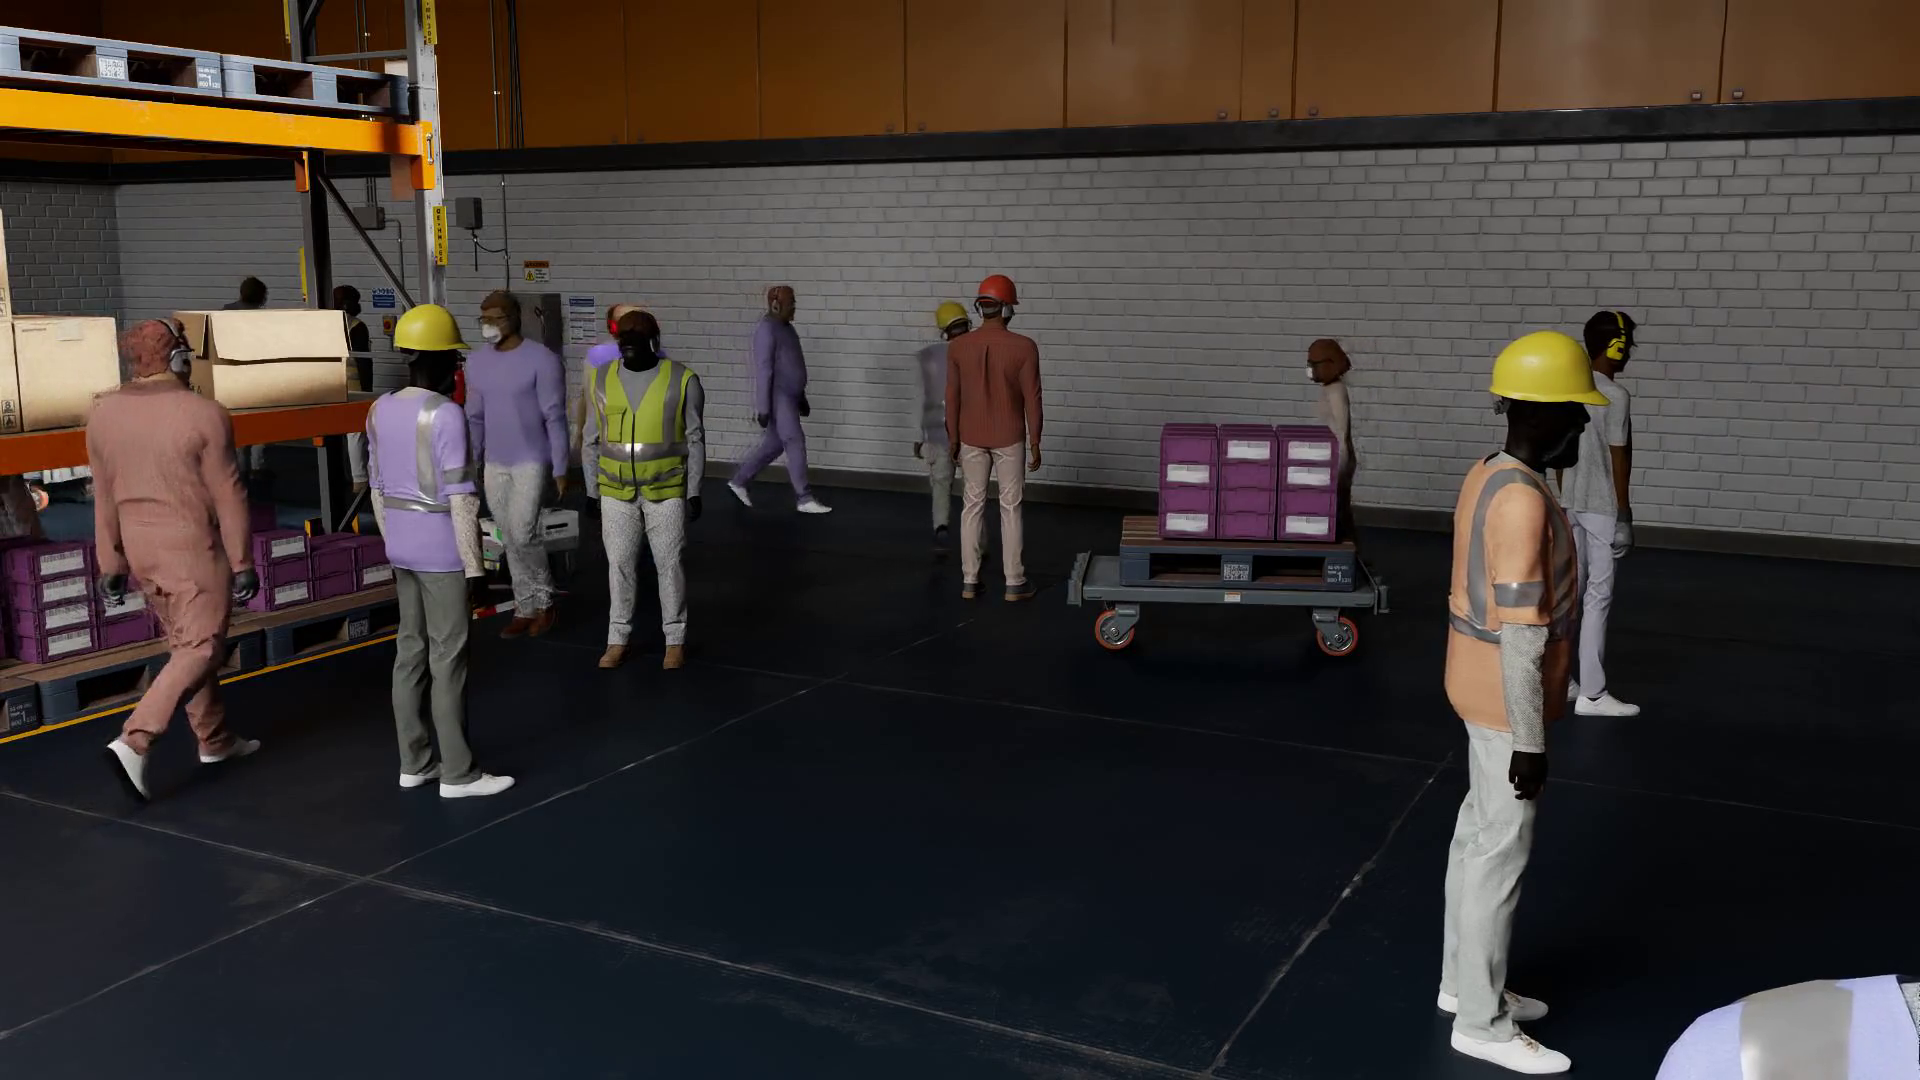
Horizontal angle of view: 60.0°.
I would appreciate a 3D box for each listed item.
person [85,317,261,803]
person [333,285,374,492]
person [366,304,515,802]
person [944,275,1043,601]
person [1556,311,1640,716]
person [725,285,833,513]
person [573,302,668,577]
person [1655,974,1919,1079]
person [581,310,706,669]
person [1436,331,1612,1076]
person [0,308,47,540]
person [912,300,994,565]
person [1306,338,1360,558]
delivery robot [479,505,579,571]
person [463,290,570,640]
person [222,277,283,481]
[{"bbox_3d":[-3.125,0.064,6.580,0.647,1.881,0.863,4,10,20],"label":"person"},{"bbox_3d":[-5.453,-1.347,14.858,0.631,1.840,0.428,6,12,31],"label":"person"},{"bbox_3d":[-2.046,0.053,6.493,0.585,1.929,0.371,7,12,37],"label":"person"},{"bbox_3d":[0.218,-0.623,10.222,0.622,1.990,0.397,4,10,20],"label":"person"},{"bbox_3d":[2.946,-0.119,7.684,0.329,1.864,0.508,-3,10,-15],"label":"person"},{"bbox_3d":[-1.523,-1.156,13.660,0.916,1.875,0.641,1,10,9],"label":"person"},{"bbox_3d":[-2.201,-0.673,11.075,0.642,1.804,0.870,-6,11,-31],"label":"person"},{"bbox_3d":[0.754,0.964,1.216,0.542,1.931,0.366,2,10,10],"label":"person"},{"bbox_3d":[-1.619,-0.249,8.499,0.633,1.840,0.429,0,10,3],"label":"person"},{"bbox_3d":[1.467,0.418,4.381,0.368,1.925,0.594,2,10,10],"label":"person"},{"bbox_3d":[-5.821,-0.547,9.949,1.040,1.943,0.646,-7,12,-34],"label":"person"},{"bbox_3d":[-0.016,-0.702,11.199,0.641,1.815,0.562,1,10,5],"label":"person"},{"bbox_3d":[2.221,-0.402,10.025,0.518,1.613,0.539,2,10,13],"label":"person"},{"bbox_3d":[-2.834,-0.061,10.854,0.477,0.478,0.707,7,12,36],"label":"delivery robot"},{"bbox_3d":[-2.441,-0.394,9.095,0.654,1.920,0.449,5,11,25],"label":"person"},{"bbox_3d":[-6.644,-1.477,15.483,0.669,1.909,0.367,4,11,23],"label":"person"}]
